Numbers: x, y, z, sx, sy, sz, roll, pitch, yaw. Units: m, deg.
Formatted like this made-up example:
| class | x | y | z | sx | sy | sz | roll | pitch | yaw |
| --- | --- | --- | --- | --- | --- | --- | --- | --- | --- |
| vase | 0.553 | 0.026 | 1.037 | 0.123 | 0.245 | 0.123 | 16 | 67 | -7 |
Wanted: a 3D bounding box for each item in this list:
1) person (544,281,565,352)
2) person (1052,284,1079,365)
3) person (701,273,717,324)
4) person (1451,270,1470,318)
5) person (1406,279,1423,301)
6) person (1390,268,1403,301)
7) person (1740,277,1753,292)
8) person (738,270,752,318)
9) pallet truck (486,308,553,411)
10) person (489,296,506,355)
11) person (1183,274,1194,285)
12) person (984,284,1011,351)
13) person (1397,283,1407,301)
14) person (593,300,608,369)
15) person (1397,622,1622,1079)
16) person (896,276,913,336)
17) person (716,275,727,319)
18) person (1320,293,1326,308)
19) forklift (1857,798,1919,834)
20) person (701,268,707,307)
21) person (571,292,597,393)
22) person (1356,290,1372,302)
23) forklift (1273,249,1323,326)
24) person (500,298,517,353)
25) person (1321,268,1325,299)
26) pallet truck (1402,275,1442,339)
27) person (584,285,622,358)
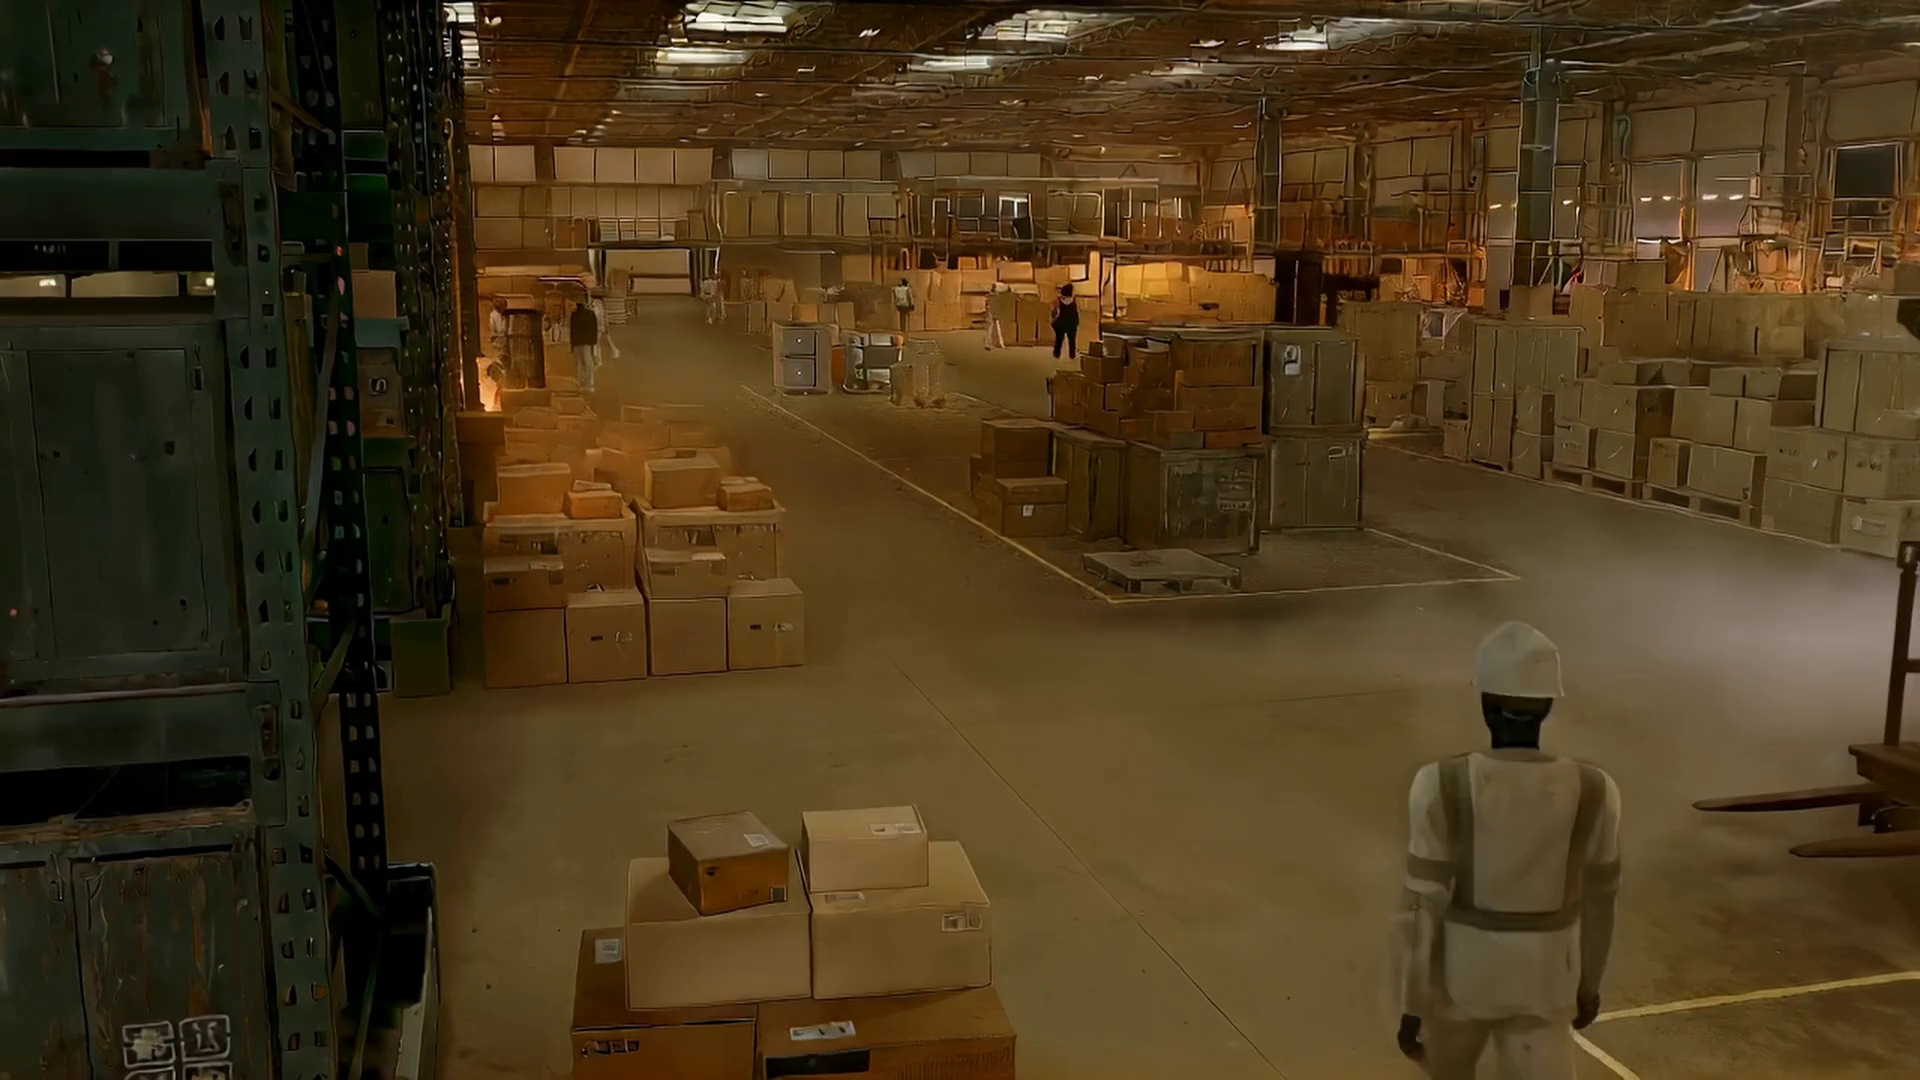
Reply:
| class | x | y | z | sx | sy | sz | roll | pitch | yaw |
| --- | --- | --- | --- | --- | --- | --- | --- | --- | --- |
| person | -11.013 | -6.056 | 45.131 | 0.551 | 1.936 | 0.357 | 0 | 10 | 0 |
| person | 2.575 | -5.322 | 40.688 | 0.696 | 2.000 | 1.057 | -3 | 10 | -15 |
| person | -9.310 | -8.958 | 61.722 | 0.581 | 1.887 | 0.956 | 0 | 10 | -2 |
| person | 20.111 | -9.900 | 66.901 | 0.716 | 1.920 | 1.023 | -1 | 10 | -5 |
| person | 13.013 | -6.494 | 47.608 | 0.638 | 1.938 | 0.356 | -8 | 13 | -38 |
| person | 19.602 | -11.235 | 74.624 | 0.566 | 1.890 | 1.003 | 7 | 12 | 34 |
| person | 24.393 | -7.193 | 51.641 | 0.394 | 1.917 | 0.588 | 1 | 10 | 6 |
| person | -8.622 | -9.923 | 67.030 | 0.606 | 1.936 | 0.937 | 6 | 11 | 29 |
| pallet truck | -6.242 | -2.418 | 24.362 | 0.823 | 1.965 | 1.885 | 1 | 10 | 3 |
| person | -9.144 | -3.883 | 32.988 | 0.356 | 1.883 | 0.574 | 0 | 10 | -2 |
| person | 8.221 | -8.603 | 59.769 | 0.515 | 1.866 | 0.333 | 10 | 14 | 43 |
| person | 0.984 | -6.085 | 45.587 | 0.560 | 1.827 | 0.948 | -9 | 14 | -43 |
| person | 14.393 | -7.492 | 53.962 | 0.456 | 1.678 | 0.556 | 5 | 11 | 26 |
| person | -8.536 | -4.860 | 39.280 | 0.521 | 1.608 | 0.473 | -9 | 13 | -41 |
| person | 1.457 | 1.160 | 4.438 | 0.571 | 1.885 | 1.008 | 1 | 10 | 6 |
| person | -1.797 | -7.551 | 53.658 | 0.591 | 1.919 | 0.390 | 4 | 11 | 24 |
| person | -9.516 | -9.685 | 66.224 | 0.528 | 1.755 | 0.394 | 1 | 10 | 5 |
| person | 8.544 | -5.120 | 39.830 | 0.352 | 1.937 | 0.635 | -4 | 11 | -23 |
| forklift | 5.445 | 0.097 | 7.625 | 1.873 | 2.768 | 1.129 | -3 | 10 | -15 |
| person | -11.962 | -11.858 | 78.272 | 0.509 | 1.835 | 0.529 | 9 | 14 | 42 |
| person | -7.404 | -3.872 | 32.640 | 0.612 | 1.982 | 0.407 | 6 | 12 | 29 |
| person | 12.034 | -6.814 | 49.708 | 0.624 | 1.841 | 0.430 | -10 | 14 | -43 |
| forklift | 4.855 | -2.824 | 24.162 | 1.873 | 2.768 | 1.129 | -3 | 10 | -15 |
| person | -10.385 | -4.680 | 38.021 | 0.537 | 1.695 | 0.320 | -3 | 10 | -17 |
| person | 17.224 | -12.070 | 79.505 | 0.618 | 1.836 | 0.431 | 9 | 13 | 40 |
| pallet truck | 14.620 | -7.324 | 52.145 | 0.823 | 1.965 | 1.885 | 8 | 13 | 40 |
| person | -9.179 | -5.585 | 42.621 | 1.016 | 1.896 | 0.541 | 3 | 10 | 17 |
